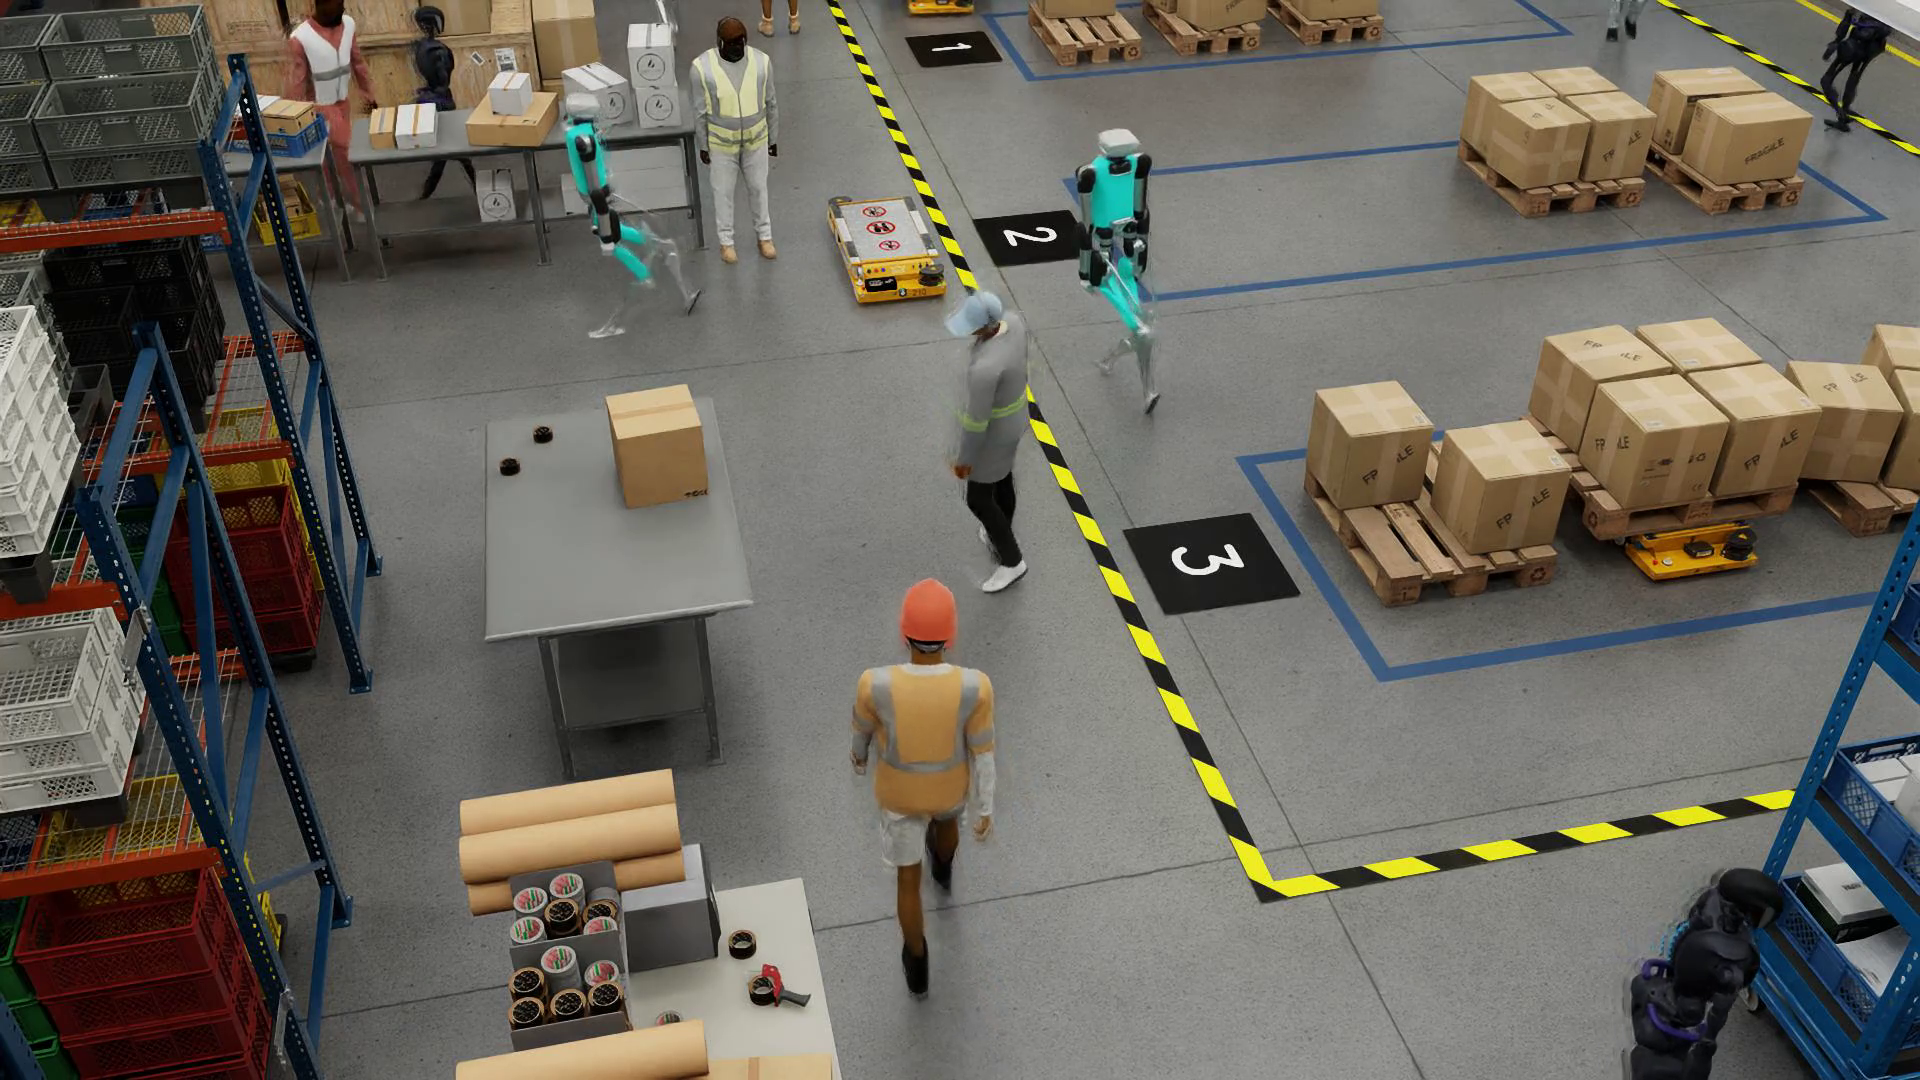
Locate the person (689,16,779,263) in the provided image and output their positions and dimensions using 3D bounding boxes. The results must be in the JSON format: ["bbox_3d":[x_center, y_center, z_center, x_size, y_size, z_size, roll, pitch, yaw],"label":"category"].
[{"bbox_3d":[-1.619,-2.921,12.171,0.622,1.837,0.429,-11,38,-15],"label":"person"}]

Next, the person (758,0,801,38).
[{"bbox_3d":[-1.810,-5.868,15.953,0.604,2.047,0.368,-9,38,-12],"label":"person"}]

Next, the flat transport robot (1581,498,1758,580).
[{"bbox_3d":[4.062,-0.294,9.926,0.652,0.197,1.431,-8,37,-10],"label":"flat transport robot"}]

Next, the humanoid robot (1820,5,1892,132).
[{"bbox_3d":[7.676,-4.265,14.104,0.614,1.642,0.374,-14,39,-18],"label":"humanoid robot"}]

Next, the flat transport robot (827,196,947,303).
[{"bbox_3d":[-0.570,-2.220,12.538,0.659,0.231,1.431,-8,37,-10],"label":"flat transport robot"}]

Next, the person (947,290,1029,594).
[{"bbox_3d":[0.204,-0.578,9.039,0.423,1.817,0.668,13,39,17],"label":"person"}]

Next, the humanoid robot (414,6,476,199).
[{"bbox_3d":[-4.046,-3.298,12.851,0.792,1.627,0.595,-20,41,-24],"label":"humanoid robot"}]

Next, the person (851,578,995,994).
[{"bbox_3d":[-0.162,0.938,6.936,0.559,1.891,0.963,-5,37,-6],"label":"person"}]

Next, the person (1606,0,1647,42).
[{"bbox_3d":[6.474,-5.661,15.861,0.611,1.817,0.438,8,37,10],"label":"person"}]

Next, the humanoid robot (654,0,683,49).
[{"bbox_3d":[-2.787,-5.501,15.810,0.547,1.893,0.780,-9,38,-12],"label":"humanoid robot"}]

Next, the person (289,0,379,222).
[{"bbox_3d":[-4.744,-3.333,12.691,0.897,1.868,0.612,13,39,17],"label":"person"}]

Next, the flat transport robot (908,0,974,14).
[{"bbox_3d":[-0.256,-5.830,17.366,0.652,0.197,1.431,-4,37,-5],"label":"flat transport robot"}]

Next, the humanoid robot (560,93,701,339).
[{"bbox_3d":[-2.154,-2.222,11.322,0.947,1.766,0.540,-13,39,-17],"label":"humanoid robot"}]

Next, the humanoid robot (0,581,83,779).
[{"bbox_3d":[-4.237,0.665,7.486,0.427,1.644,0.586,-3,37,-4],"label":"humanoid robot"}]

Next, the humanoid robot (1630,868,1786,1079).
[{"bbox_3d":[2.616,1.776,6.000,0.631,1.630,0.612,8,37,10],"label":"humanoid robot"}]

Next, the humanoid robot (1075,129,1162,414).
[{"bbox_3d":[1.136,-1.639,10.573,0.531,1.782,1.017,-19,41,-24],"label":"humanoid robot"}]
